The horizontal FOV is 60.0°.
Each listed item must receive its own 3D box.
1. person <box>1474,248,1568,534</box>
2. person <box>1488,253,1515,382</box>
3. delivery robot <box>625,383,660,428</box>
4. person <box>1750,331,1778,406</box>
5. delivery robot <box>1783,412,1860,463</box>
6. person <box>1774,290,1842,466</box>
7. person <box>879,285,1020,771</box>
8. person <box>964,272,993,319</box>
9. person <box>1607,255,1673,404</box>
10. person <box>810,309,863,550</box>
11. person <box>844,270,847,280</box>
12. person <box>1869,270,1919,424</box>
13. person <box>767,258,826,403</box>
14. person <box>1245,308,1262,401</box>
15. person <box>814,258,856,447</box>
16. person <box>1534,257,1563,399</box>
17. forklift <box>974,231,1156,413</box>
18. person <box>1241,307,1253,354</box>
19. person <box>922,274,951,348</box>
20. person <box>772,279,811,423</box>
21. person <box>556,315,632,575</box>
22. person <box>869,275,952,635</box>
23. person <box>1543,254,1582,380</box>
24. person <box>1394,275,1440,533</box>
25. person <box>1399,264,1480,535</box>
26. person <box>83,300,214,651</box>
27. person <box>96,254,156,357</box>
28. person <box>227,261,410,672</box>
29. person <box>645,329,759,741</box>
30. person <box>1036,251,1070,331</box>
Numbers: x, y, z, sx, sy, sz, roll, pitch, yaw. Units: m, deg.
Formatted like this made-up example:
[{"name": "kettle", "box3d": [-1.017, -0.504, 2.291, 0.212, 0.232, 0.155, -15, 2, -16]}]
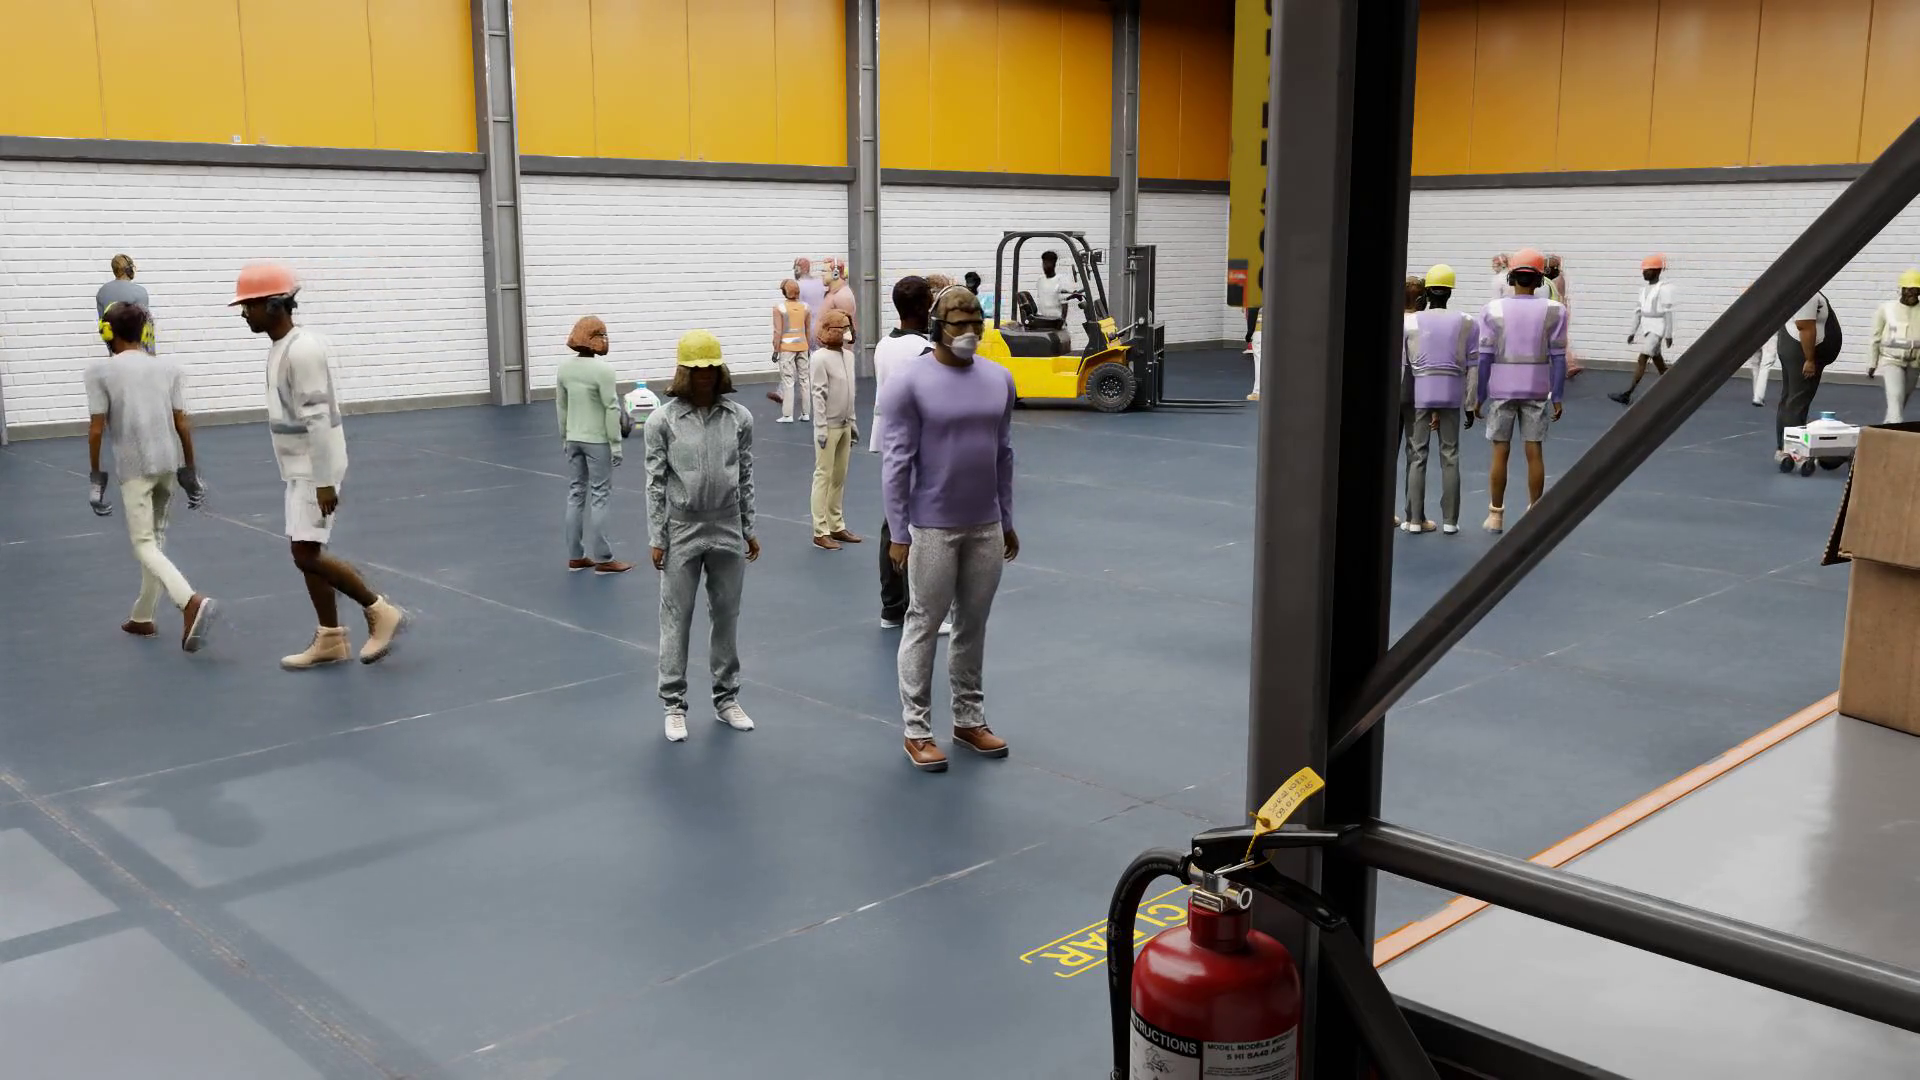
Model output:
[{"name": "person", "box3d": [4.001, -1.059, 11.912, 0.614, 2.041, 0.393, 2, 11, 13]}, {"name": "person", "box3d": [7.989, -3.219, 24.178, 0.802, 1.870, 0.444, -6, 12, -29]}, {"name": "delivery robot", "box3d": [-3.402, -1.444, 17.818, 0.477, 0.478, 0.707, -3, 11, -14]}, {"name": "person", "box3d": [10.133, -2.484, 20.914, 0.541, 1.592, 0.874, 9, 14, 40]}, {"name": "delivery robot", "box3d": [7.751, -0.904, 14.872, 0.707, 0.478, 0.477, -2, 11, -11]}, {"name": "person", "box3d": [7.937, -1.727, 15.560, 0.538, 2.000, 0.681, 3, 11, 14]}, {"name": "person", "box3d": [-0.027, -0.052, 6.706, 0.638, 1.937, 0.357, -7, 13, -35]}, {"name": "person", "box3d": [0.192, -2.723, 22.061, 0.537, 1.648, 0.859, 5, 11, 25]}, {"name": "person", "box3d": [8.728, -2.652, 21.054, 1.010, 1.878, 0.566, -1, 10, -7]}, {"name": "person", "box3d": [-0.850, -0.762, 11.405, 0.282, 1.634, 0.498, 5, 12, 26]}, {"name": "person", "box3d": [-1.616, -2.698, 21.676, 0.471, 1.750, 0.592, -2, 11, -9]}, {"name": "person", "box3d": [9.496, -1.816, 16.749, 0.602, 1.797, 0.931, 2, 11, 9]}, {"name": "person", "box3d": [-1.964, -2.639, 21.061, 0.997, 1.850, 0.628, 7, 13, 35]}, {"name": "person", "box3d": [3.956, -2.714, 21.506, 0.621, 1.838, 0.429, -5, 12, -26]}, {"name": "person", "box3d": [-1.270, -1.885, 16.792, 0.408, 1.909, 0.642, -3, 11, -16]}, {"name": "person", "box3d": [7.685, -2.773, 21.813, 0.429, 1.844, 0.624, 3, 11, 18]}, {"name": "forklift", "box3d": [1.222, -2.721, 20.561, 2.313, 2.155, 1.214, 2, 11, 13]}, {"name": "person", "box3d": [5.311, -4.232, 29.977, 0.533, 1.765, 0.326, -4, 11, -20]}, {"name": "person", "box3d": [-0.156, -1.204, 13.286, 0.493, 1.822, 0.576, -7, 12, -33]}, {"name": "person", "box3d": [-1.909, -2.145, 18.931, 0.514, 1.642, 0.310, -8, 13, -38]}, {"name": "person", "box3d": [-2.334, -0.600, 10.524, 0.503, 1.632, 0.271, 7, 13, 34]}, {"name": "person", "box3d": [-0.266, -0.444, 8.891, 0.392, 1.922, 0.590, -6, 12, -29]}, {"name": "person", "box3d": [8.811, -3.299, 24.669, 0.949, 1.871, 0.638, 6, 12, 31]}, {"name": "person", "box3d": [3.220, -0.971, 11.969, 0.330, 1.844, 0.520, -10, 14, -44]}, {"name": "person", "box3d": [3.386, -0.997, 11.892, 0.591, 1.926, 0.386, 2, 11, 8]}, {"name": "person", "box3d": [-4.185, -0.331, 8.604, 0.930, 1.814, 0.547, 7, 13, 35]}, {"name": "person", "box3d": [-8.629, -1.994, 17.298, 0.631, 1.940, 0.372, 3, 11, 16]}, {"name": "person", "box3d": [-3.144, -0.342, 8.098, 0.656, 2.012, 0.641, -7, 12, -33]}, {"name": "person", "box3d": [-1.084, -0.022, 7.073, 0.493, 1.743, 0.312, -6, 12, -29]}, {"name": "person", "box3d": [1.232, -3.040, 23.064, 0.633, 1.910, 1.008, 10, 14, 44]}]
